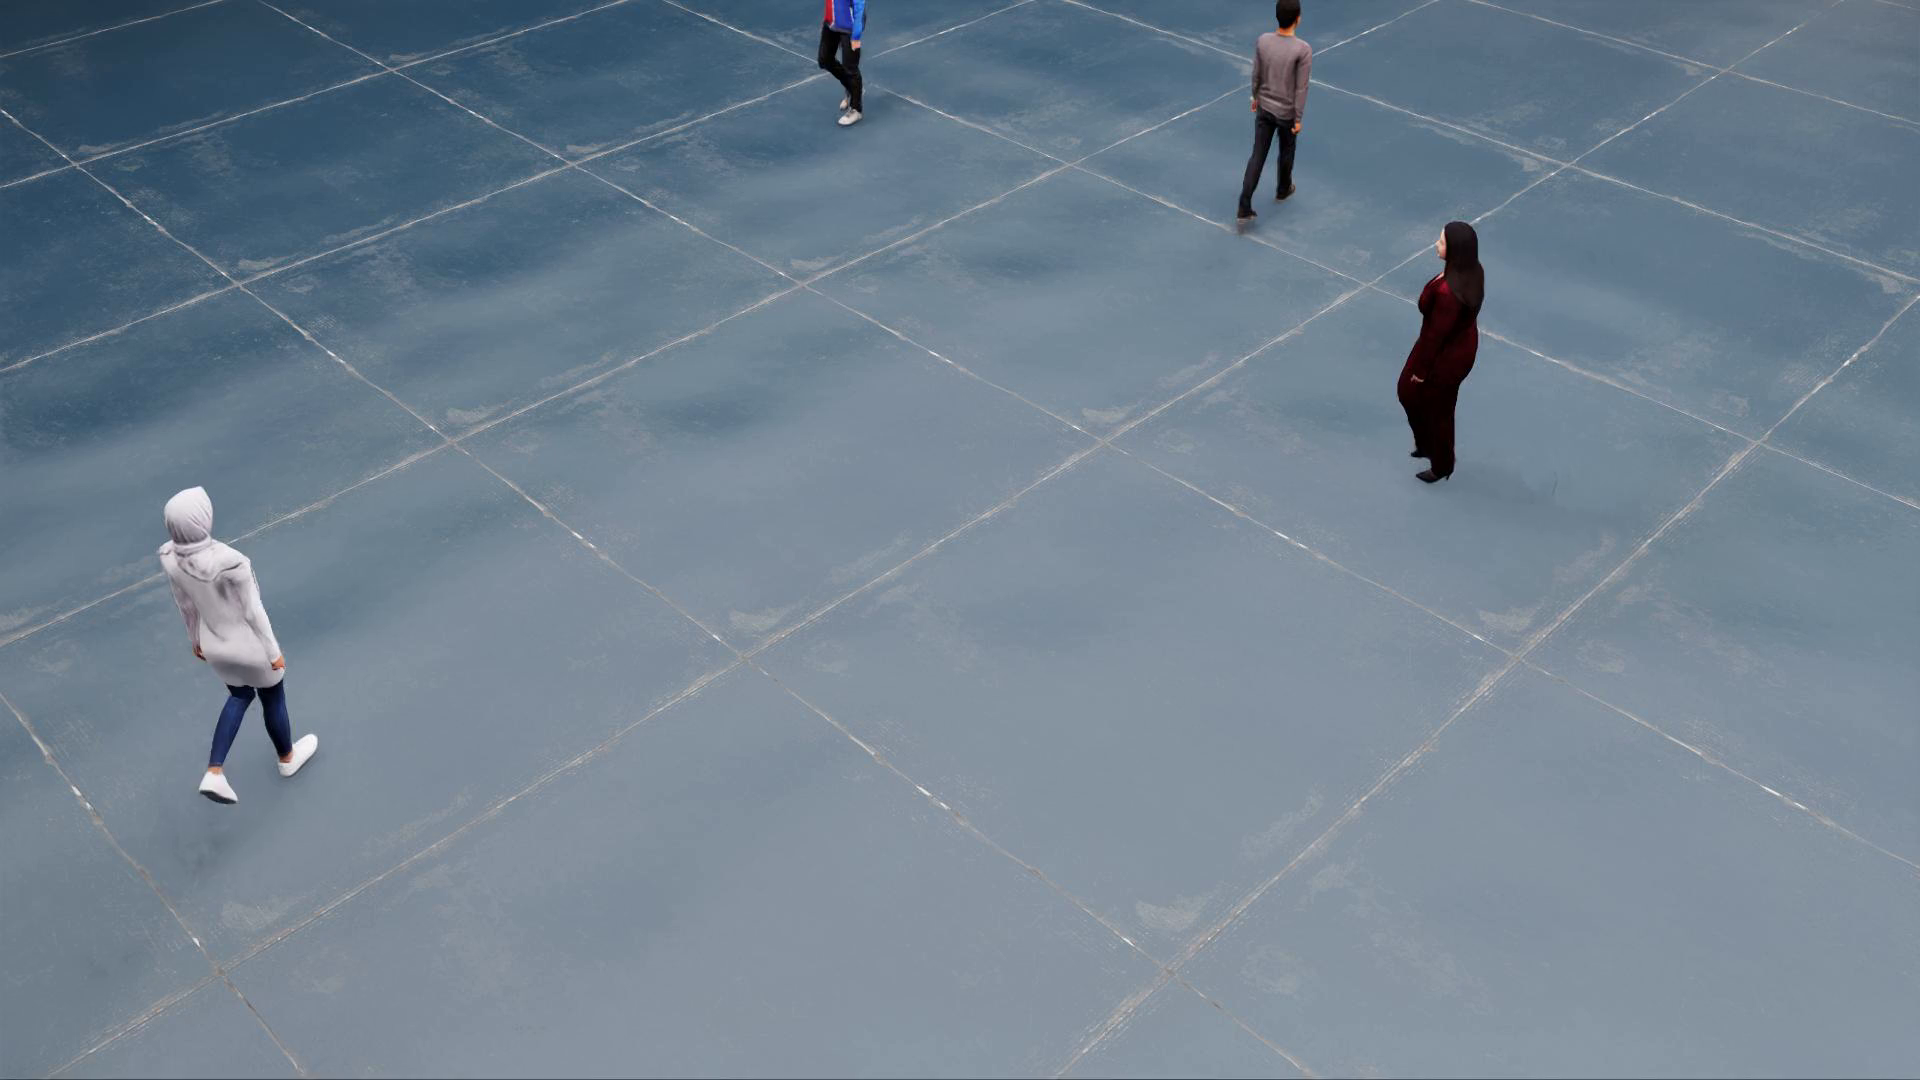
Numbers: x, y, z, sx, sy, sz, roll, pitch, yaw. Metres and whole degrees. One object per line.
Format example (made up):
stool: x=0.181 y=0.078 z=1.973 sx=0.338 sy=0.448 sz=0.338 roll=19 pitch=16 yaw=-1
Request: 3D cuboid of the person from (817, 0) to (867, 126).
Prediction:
person: x=-0.940 y=-4.504 z=14.448 sx=0.634 sy=1.746 sz=0.639 roll=31 pitch=47 yaw=34

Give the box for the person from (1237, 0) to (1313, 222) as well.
person: x=2.393 y=-3.279 z=12.851 sx=0.811 sy=1.729 sz=1.172 roll=25 pitch=44 yaw=29

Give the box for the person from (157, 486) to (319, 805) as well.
person: x=-3.438 y=0.546 z=7.792 sx=0.860 sy=1.761 sz=1.030 roll=12 pitch=39 yaw=15

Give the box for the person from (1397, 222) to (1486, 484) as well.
person: x=2.995 y=-1.081 z=9.952 sx=0.853 sy=1.738 sz=0.752 roll=14 pitch=39 yaw=18
